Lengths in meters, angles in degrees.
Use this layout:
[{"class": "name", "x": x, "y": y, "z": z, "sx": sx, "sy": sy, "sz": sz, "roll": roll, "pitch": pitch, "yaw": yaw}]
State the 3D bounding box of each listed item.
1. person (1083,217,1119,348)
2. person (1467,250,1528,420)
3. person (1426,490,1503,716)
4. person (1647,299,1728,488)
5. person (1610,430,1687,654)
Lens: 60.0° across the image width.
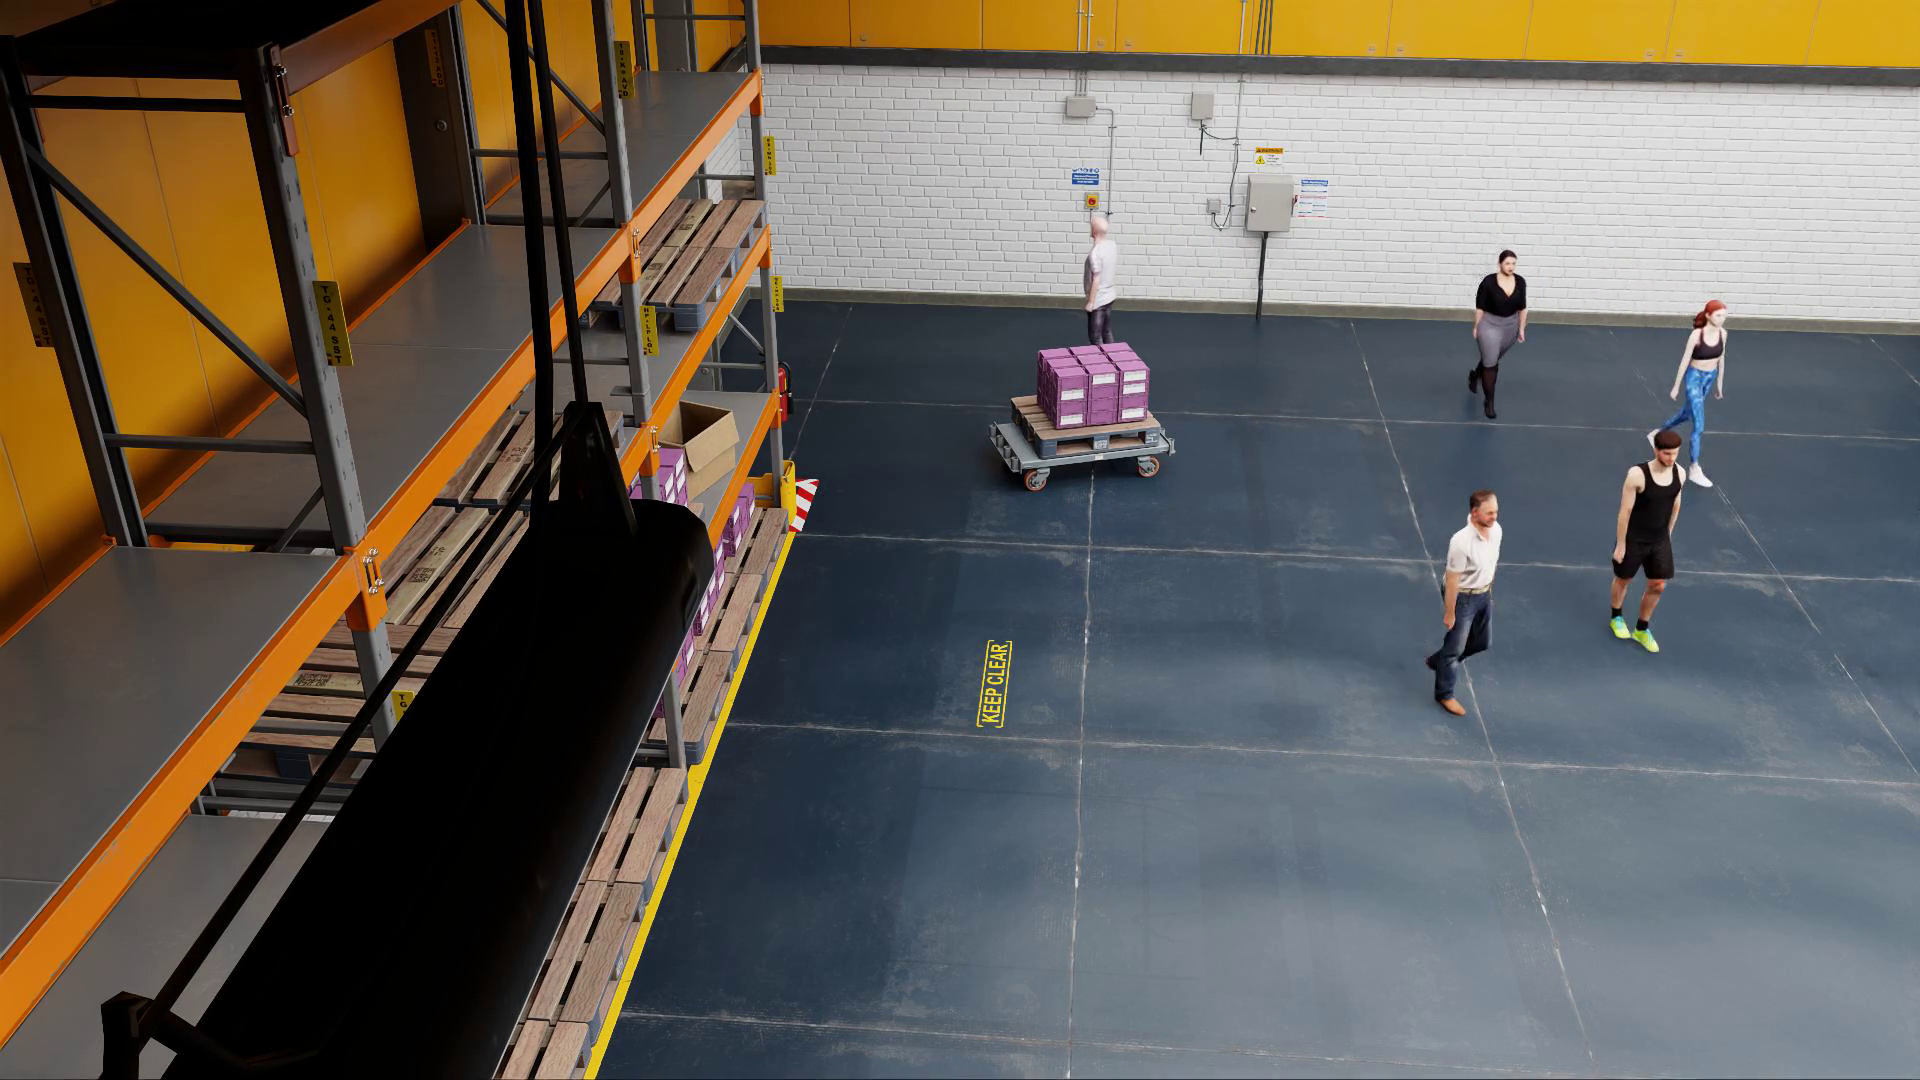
[{"class": "person", "x": 1.502, "y": -2.575, "z": 17.840, "sx": 0.796, "sy": 1.831, "sz": 0.663, "roll": 14, "pitch": 32, "yaw": 24}, {"class": "person", "x": 5.526, "y": -2.186, "z": 17.241, "sx": 0.841, "sy": 1.721, "sz": 1.156, "roll": -5, "pitch": 29, "yaw": -8}, {"class": "person", "x": 3.693, "y": 0.399, "z": 12.377, "sx": 0.856, "sy": 1.840, "sz": 0.915, "roll": -17, "pitch": 33, "yaw": -28}, {"class": "person", "x": 6.982, "y": -1.467, "z": 15.895, "sx": 0.940, "sy": 1.747, "sz": 1.264, "roll": -10, "pitch": 30, "yaw": -17}, {"class": "person", "x": 5.389, "y": -0.070, "z": 13.207, "sx": 0.799, "sy": 1.869, "sz": 0.856, "roll": -3, "pitch": 29, "yaw": -6}]
